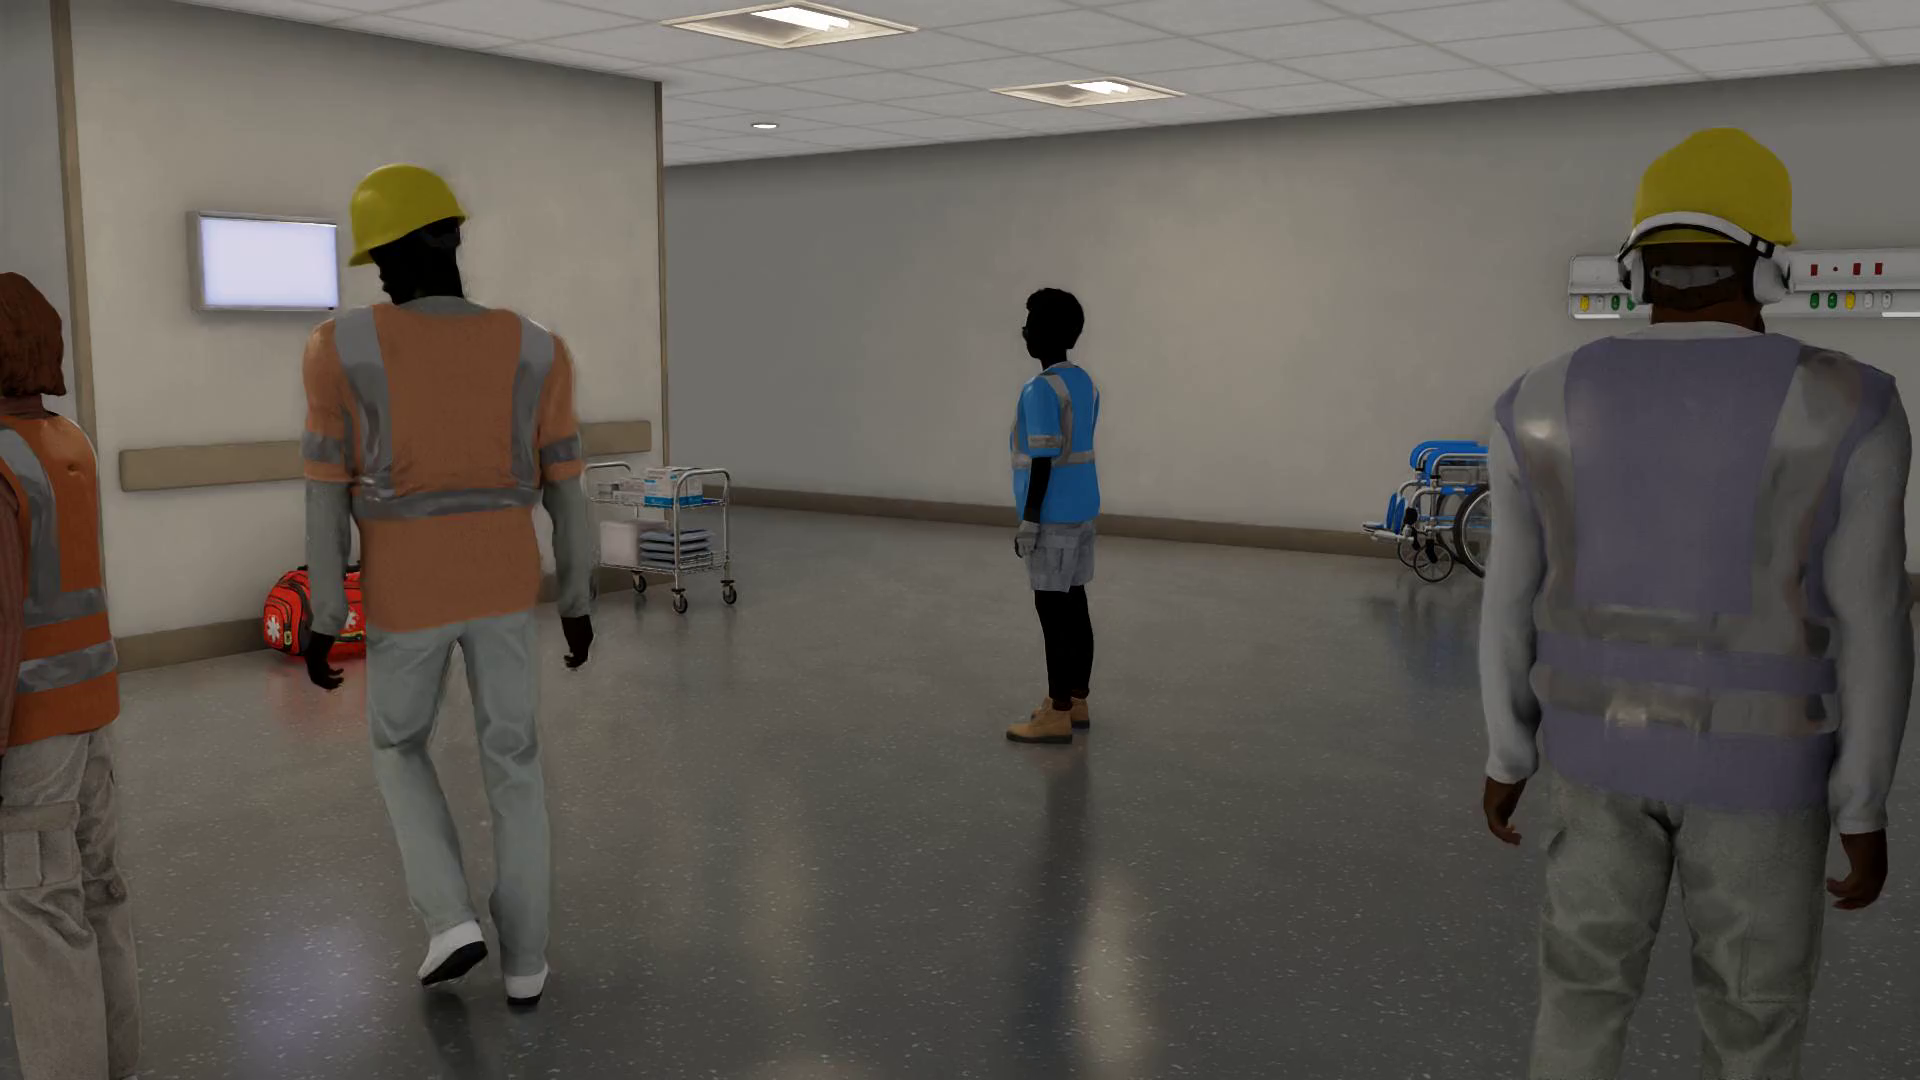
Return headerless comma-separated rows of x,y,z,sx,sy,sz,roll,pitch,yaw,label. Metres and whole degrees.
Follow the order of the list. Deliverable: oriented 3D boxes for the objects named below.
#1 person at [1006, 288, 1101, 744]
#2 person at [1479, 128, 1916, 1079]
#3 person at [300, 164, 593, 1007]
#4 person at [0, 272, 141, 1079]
0.352,-0.089,6.235,0.319,1.697,0.532,3,8,23,person
1.092,0.313,2.508,0.595,1.840,0.403,6,9,38,person
-1.150,0.118,3.760,0.648,1.896,0.437,-4,8,-29,person
-1.677,0.343,2.996,0.309,1.639,0.523,-1,7,-11,person
